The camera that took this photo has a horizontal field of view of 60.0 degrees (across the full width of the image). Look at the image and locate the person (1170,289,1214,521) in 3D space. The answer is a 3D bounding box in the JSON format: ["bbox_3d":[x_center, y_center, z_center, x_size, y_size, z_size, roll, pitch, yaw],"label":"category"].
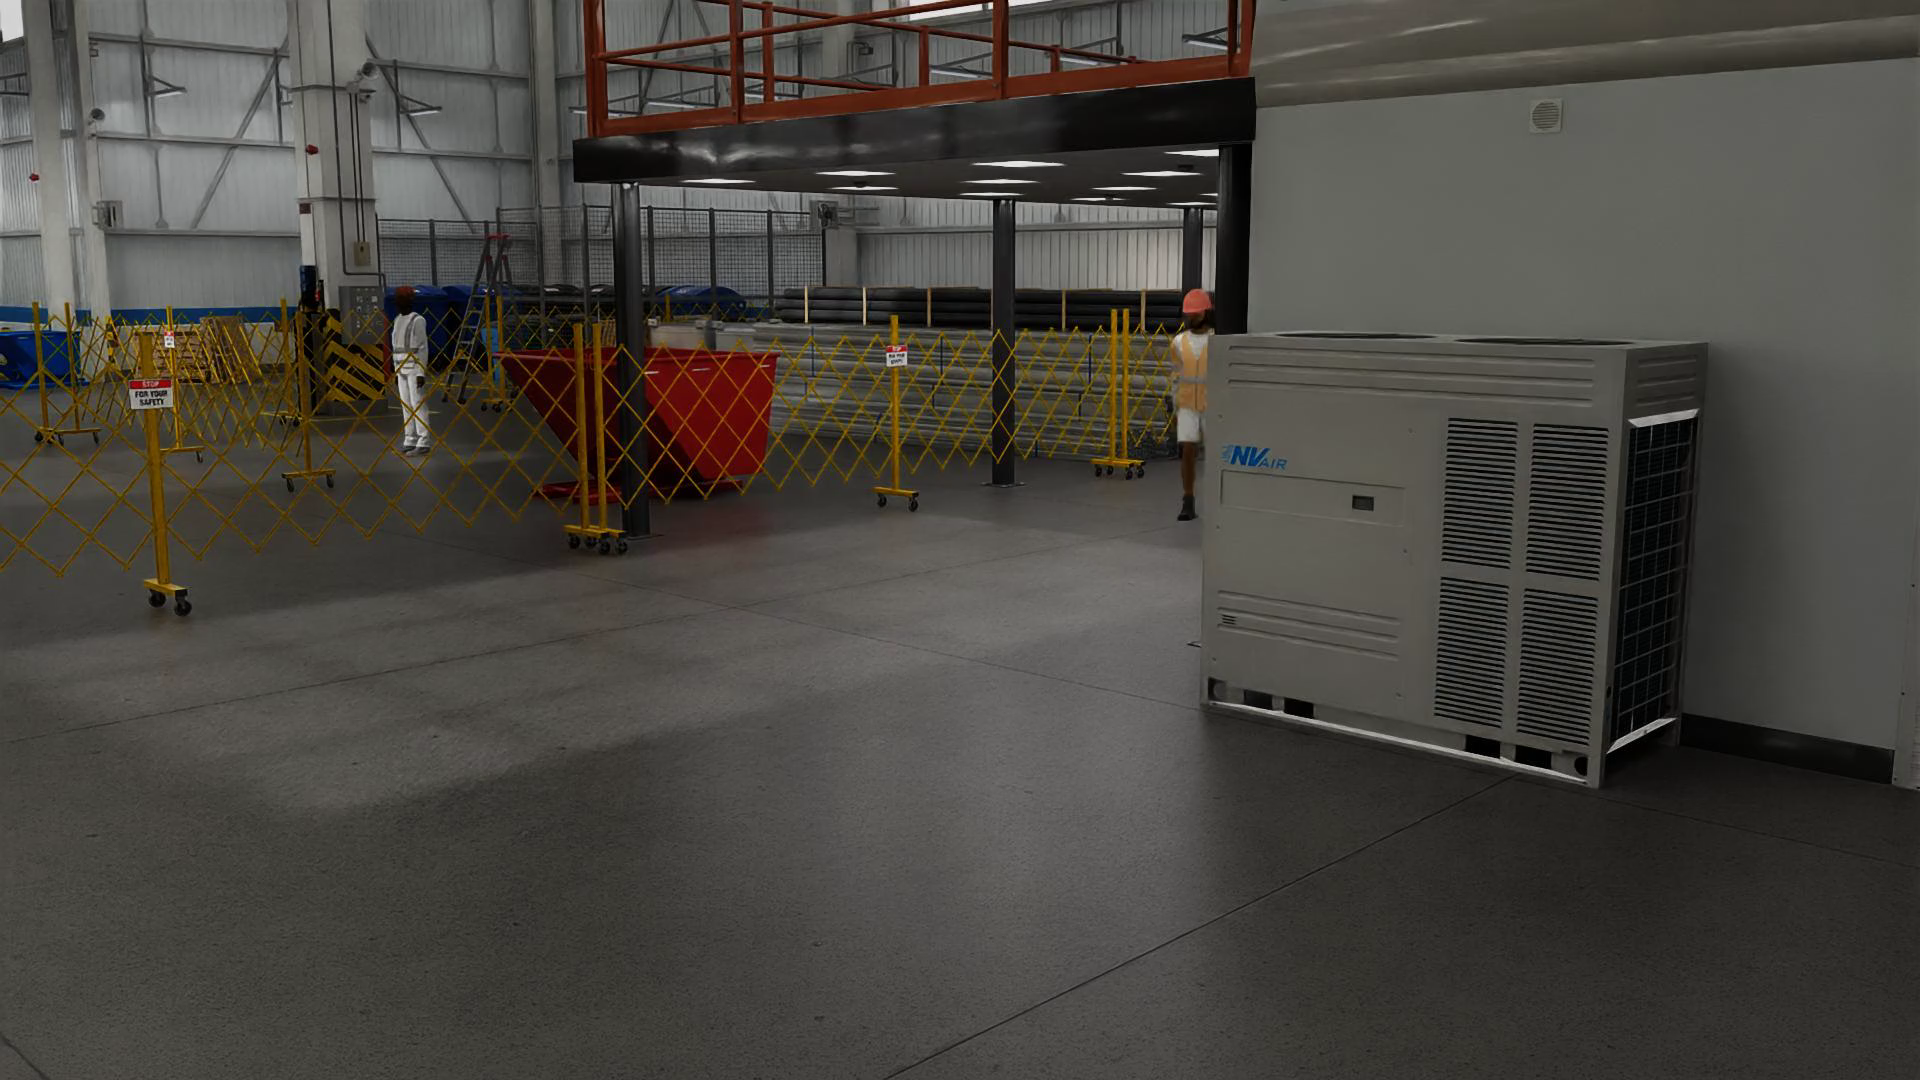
[{"bbox_3d":[2.021,-1.134,13.859,0.549,1.914,0.705,4,10,23],"label":"person"}]

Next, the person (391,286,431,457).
[{"bbox_3d":[-6.084,-1.858,18.381,0.586,1.883,0.340,9,13,43],"label":"person"}]
